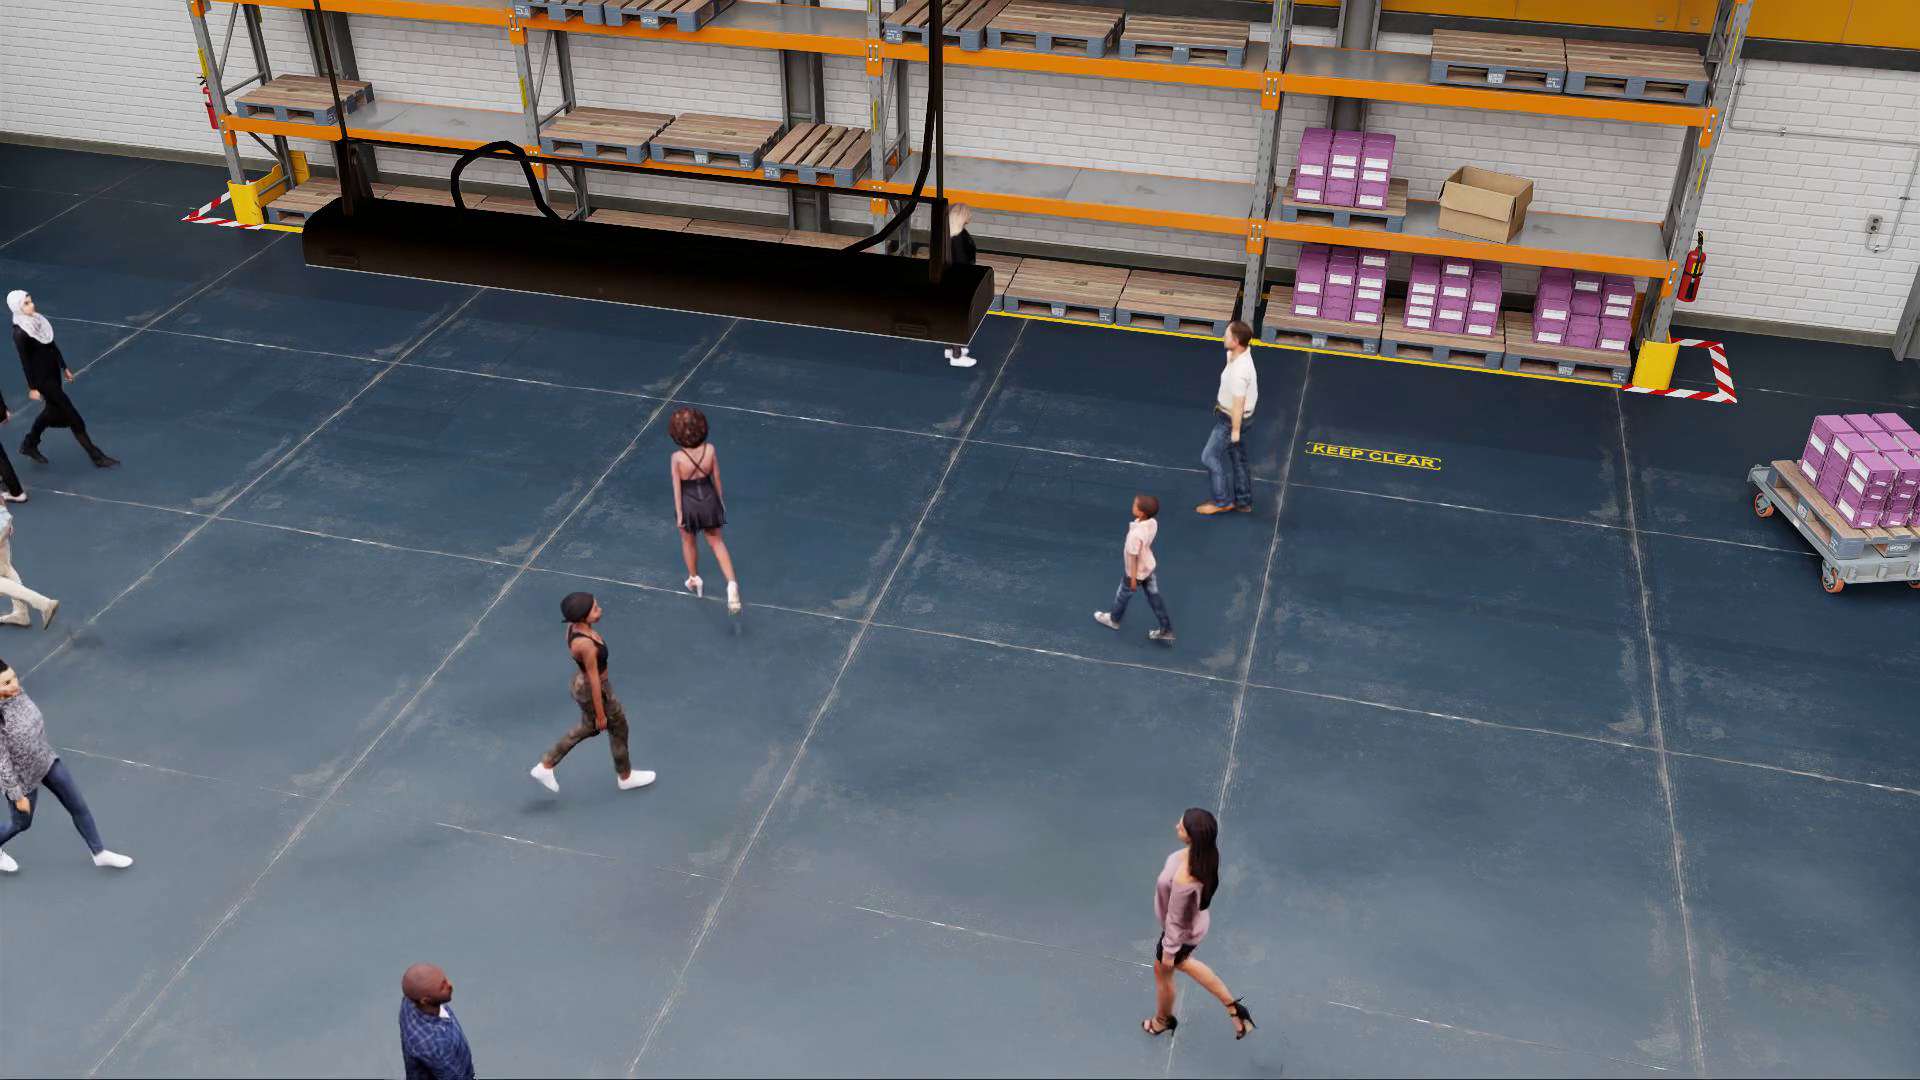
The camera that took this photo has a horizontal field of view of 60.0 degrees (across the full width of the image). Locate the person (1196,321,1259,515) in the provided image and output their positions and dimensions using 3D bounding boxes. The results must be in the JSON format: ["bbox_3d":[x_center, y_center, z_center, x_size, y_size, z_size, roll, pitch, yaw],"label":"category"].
[{"bbox_3d":[2.431,-1.001,14.089,0.687,1.836,0.678,11,35,15],"label":"person"}]

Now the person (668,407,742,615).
[{"bbox_3d":[-1.992,-0.187,12.924,0.993,1.769,1.054,-18,38,-25],"label":"person"}]

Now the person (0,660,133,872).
[{"bbox_3d":[-5.955,1.469,10.496,1.205,1.699,0.790,3,34,4],"label":"person"}]

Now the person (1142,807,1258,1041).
[{"bbox_3d":[1.330,2.217,9.282,0.951,1.797,0.726,15,36,21],"label":"person"}]

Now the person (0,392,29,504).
[{"bbox_3d":[-8.384,-1.038,14.362,0.665,1.594,0.618,8,34,12],"label":"person"}]

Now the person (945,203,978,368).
[{"bbox_3d":[-0.027,-2.551,16.556,0.702,1.686,0.696,-9,35,-13],"label":"person"}]

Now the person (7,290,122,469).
[{"bbox_3d":[-8.168,-1.381,14.746,1.206,1.740,0.812,0,34,0],"label":"person"}]

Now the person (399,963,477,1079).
[{"bbox_3d":[-2.665,2.840,8.369,1.266,1.769,1.131,-13,36,-18],"label":"person"}]

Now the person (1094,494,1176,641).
[{"bbox_3d":[1.441,0.236,12.723,0.977,1.288,0.738,22,40,30],"label":"person"}]

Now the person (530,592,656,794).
[{"bbox_3d":[-2.530,1.068,11.117,1.113,1.680,0.973,-12,36,-18],"label":"person"}]

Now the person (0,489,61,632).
[{"bbox_3d":[-7.313,-0.041,12.648,0.928,1.831,0.731,5,34,7],"label":"person"}]
